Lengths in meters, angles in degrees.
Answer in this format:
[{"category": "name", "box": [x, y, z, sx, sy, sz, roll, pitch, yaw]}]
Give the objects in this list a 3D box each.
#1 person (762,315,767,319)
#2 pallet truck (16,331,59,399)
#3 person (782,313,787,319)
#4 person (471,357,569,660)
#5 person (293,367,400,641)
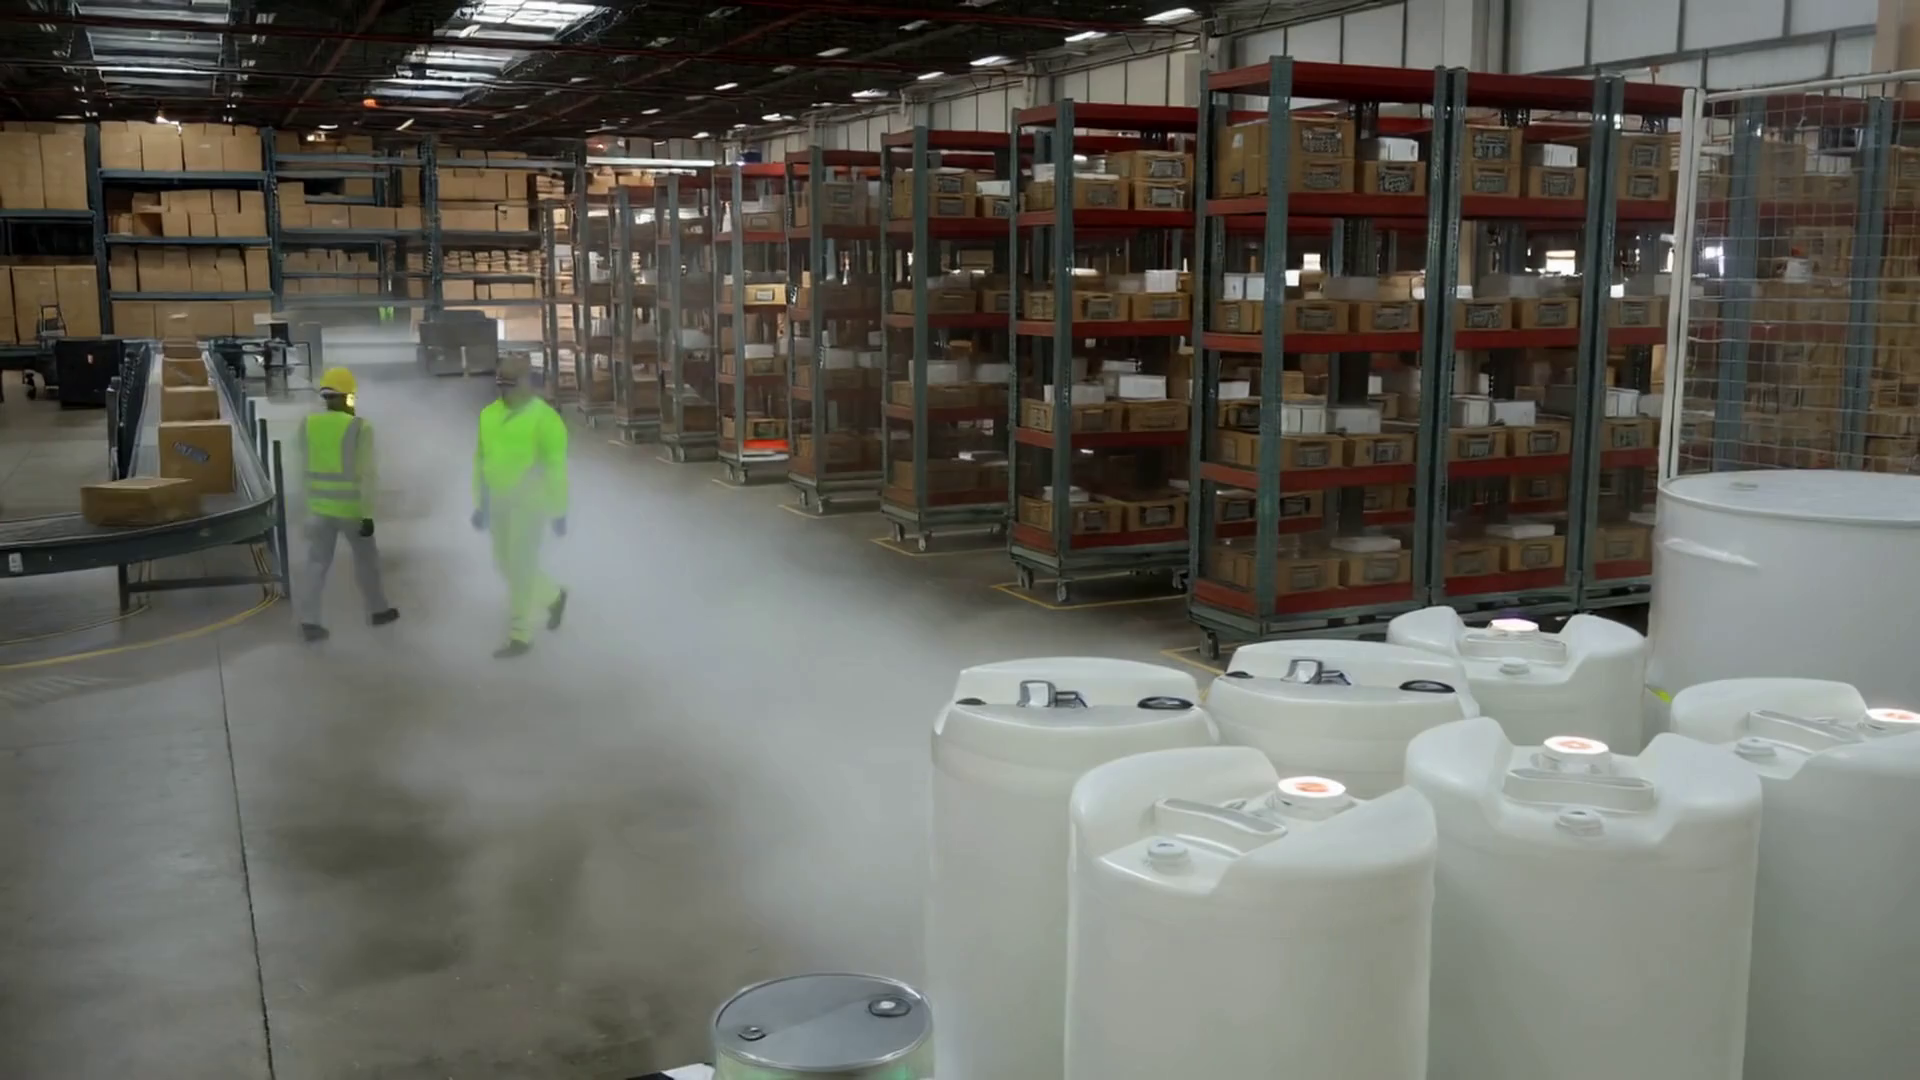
[{"category": "person", "box": [-5.422, -6.147, 47.264, 0.798, 1.907, 0.544, -4, 10, -26]}, {"category": "pallet truck", "box": [-17.082, -3.353, 31.781, 1.630, 1.274, 0.653, -4, 10, -25]}, {"category": "person", "box": [-4.648, -5.981, 45.931, 0.611, 1.995, 0.375, -6, 11, -32]}, {"category": "person", "box": [-2.774, -0.232, 10.619, 0.643, 1.884, 0.797, 5, 10, 29]}, {"category": "person", "box": [-4.115, -0.242, 10.994, 0.602, 1.787, 0.928, 2, 9, 12]}]
